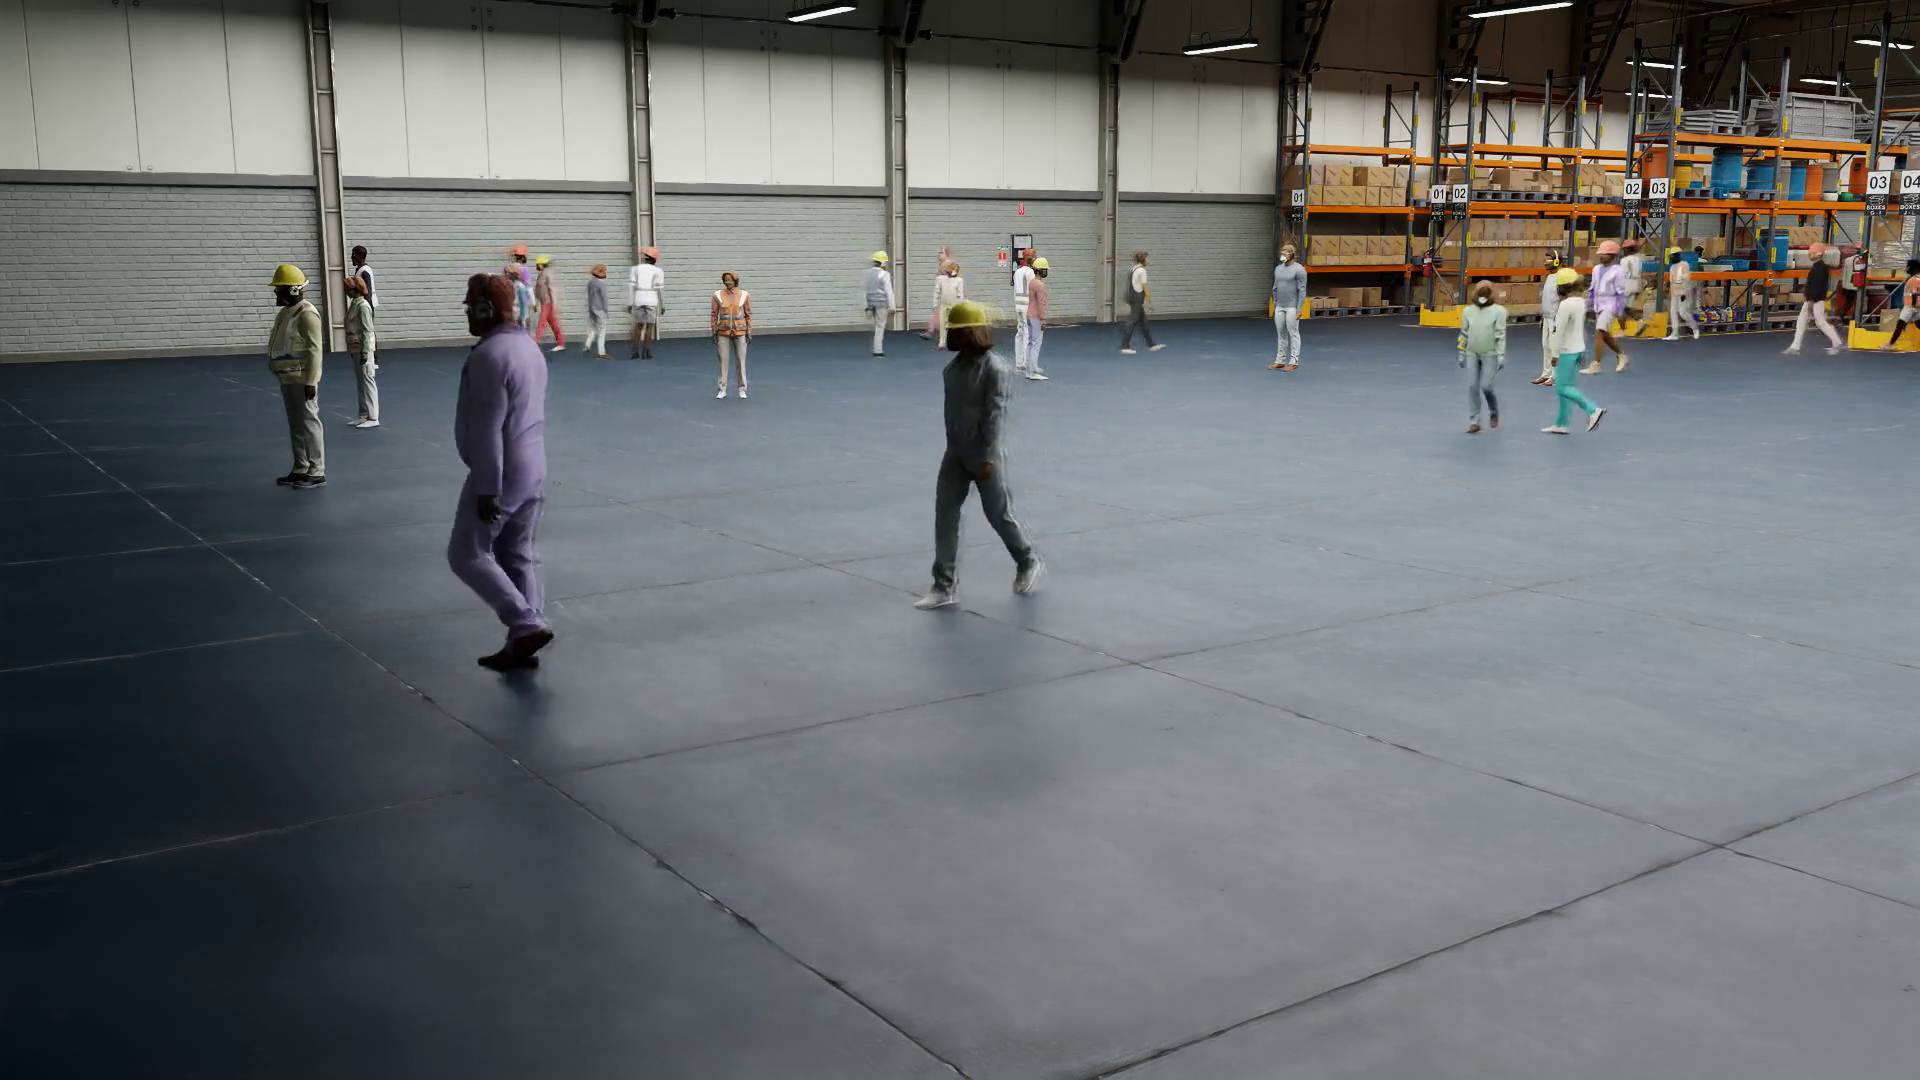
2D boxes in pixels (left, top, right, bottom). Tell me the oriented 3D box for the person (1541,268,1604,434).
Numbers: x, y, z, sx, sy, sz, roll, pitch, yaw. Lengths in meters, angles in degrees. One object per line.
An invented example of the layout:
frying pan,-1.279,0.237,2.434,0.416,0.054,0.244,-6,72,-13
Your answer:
person,6.362,-1.940,17.197,0.568,1.739,0.536,8,13,37

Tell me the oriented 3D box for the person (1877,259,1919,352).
person,17.059,-4.195,29.816,0.880,1.653,0.537,9,13,39

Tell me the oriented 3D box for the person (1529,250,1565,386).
person,8.188,-3.073,23.073,0.319,1.871,0.532,-1,10,-6

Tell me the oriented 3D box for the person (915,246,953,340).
person,-0.393,-4.859,32.858,0.968,1.862,0.676,2,11,12

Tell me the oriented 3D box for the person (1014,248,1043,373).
person,1.020,-3.468,25.193,0.354,1.887,0.573,-5,12,-26

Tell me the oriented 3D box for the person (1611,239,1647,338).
person,13.559,-5.072,33.647,0.631,2.024,0.595,-8,13,-36

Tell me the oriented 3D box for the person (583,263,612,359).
person,-6.124,-3.860,28.087,0.367,1.623,0.525,-10,14,-44

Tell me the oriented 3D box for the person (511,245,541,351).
person,-7.508,-4.141,28.815,0.785,1.906,0.562,-10,14,-44

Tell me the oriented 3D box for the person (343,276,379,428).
person,-6.480,-2.031,17.994,0.309,1.640,0.512,-7,12,-33

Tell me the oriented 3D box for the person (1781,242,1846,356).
person,14.909,-4.178,28.881,0.957,1.965,0.604,2,10,9

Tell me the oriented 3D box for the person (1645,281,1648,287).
person,18.964,-7.152,45.431,1.042,1.874,0.553,-8,13,-37

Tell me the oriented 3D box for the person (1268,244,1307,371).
person,5.038,-3.557,25.538,0.377,1.940,0.629,-7,12,-33

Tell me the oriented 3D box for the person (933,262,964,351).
person,-0.212,-4.195,29.935,0.572,1.617,0.346,2,11,11

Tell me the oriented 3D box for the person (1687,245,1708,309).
person,16.799,-5.780,37.899,0.328,1.877,0.513,-9,13,-40

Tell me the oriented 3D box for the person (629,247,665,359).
person,-5.270,-4.002,28.102,0.562,1.890,0.543,1,10,8

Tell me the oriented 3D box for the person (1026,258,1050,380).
person,1.134,-3.193,24.044,0.341,1.757,0.518,-3,11,-16

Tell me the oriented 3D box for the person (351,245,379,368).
person,-9.300,-3.632,26.002,0.392,1.920,0.588,-5,12,-27

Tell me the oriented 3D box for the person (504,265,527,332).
person,-6.666,-3.296,24.935,0.312,1.638,0.512,-10,14,-43

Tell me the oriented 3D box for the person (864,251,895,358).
person,-1.320,-4.007,28.339,0.532,1.813,0.627,-10,14,-42

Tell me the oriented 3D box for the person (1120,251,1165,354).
person,3.237,-4.160,29.227,0.932,1.802,0.538,-2,10,-8

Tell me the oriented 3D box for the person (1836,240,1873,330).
person,19.273,-5.453,35.822,0.597,1.981,0.614,-6,12,-31

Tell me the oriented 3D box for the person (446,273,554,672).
person,-2.168,-0.298,7.801,0.436,1.888,0.667,1,10,6

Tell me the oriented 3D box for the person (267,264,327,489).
person,-5.453,-1.338,13.663,0.404,1.831,0.600,-10,14,-42

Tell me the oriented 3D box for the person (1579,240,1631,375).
person,9.748,-3.477,24.923,0.929,2.014,0.613,-3,11,-16

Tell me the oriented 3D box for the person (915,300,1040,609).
person,0.106,-0.496,9.363,0.485,1.713,0.831,9,14,40

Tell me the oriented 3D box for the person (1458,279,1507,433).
person,5.490,-1.930,17.483,0.516,1.616,0.404,9,14,40

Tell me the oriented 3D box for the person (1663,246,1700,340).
person,14.451,-4.921,33.217,0.715,1.871,0.651,-2,10,-9

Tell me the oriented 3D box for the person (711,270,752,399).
person,-2.906,-2.613,21.193,0.520,1.636,0.312,-1,10,-4

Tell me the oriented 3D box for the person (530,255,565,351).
person,-7.508,-4.226,29.796,0.899,1.725,0.531,-7,12,-33
